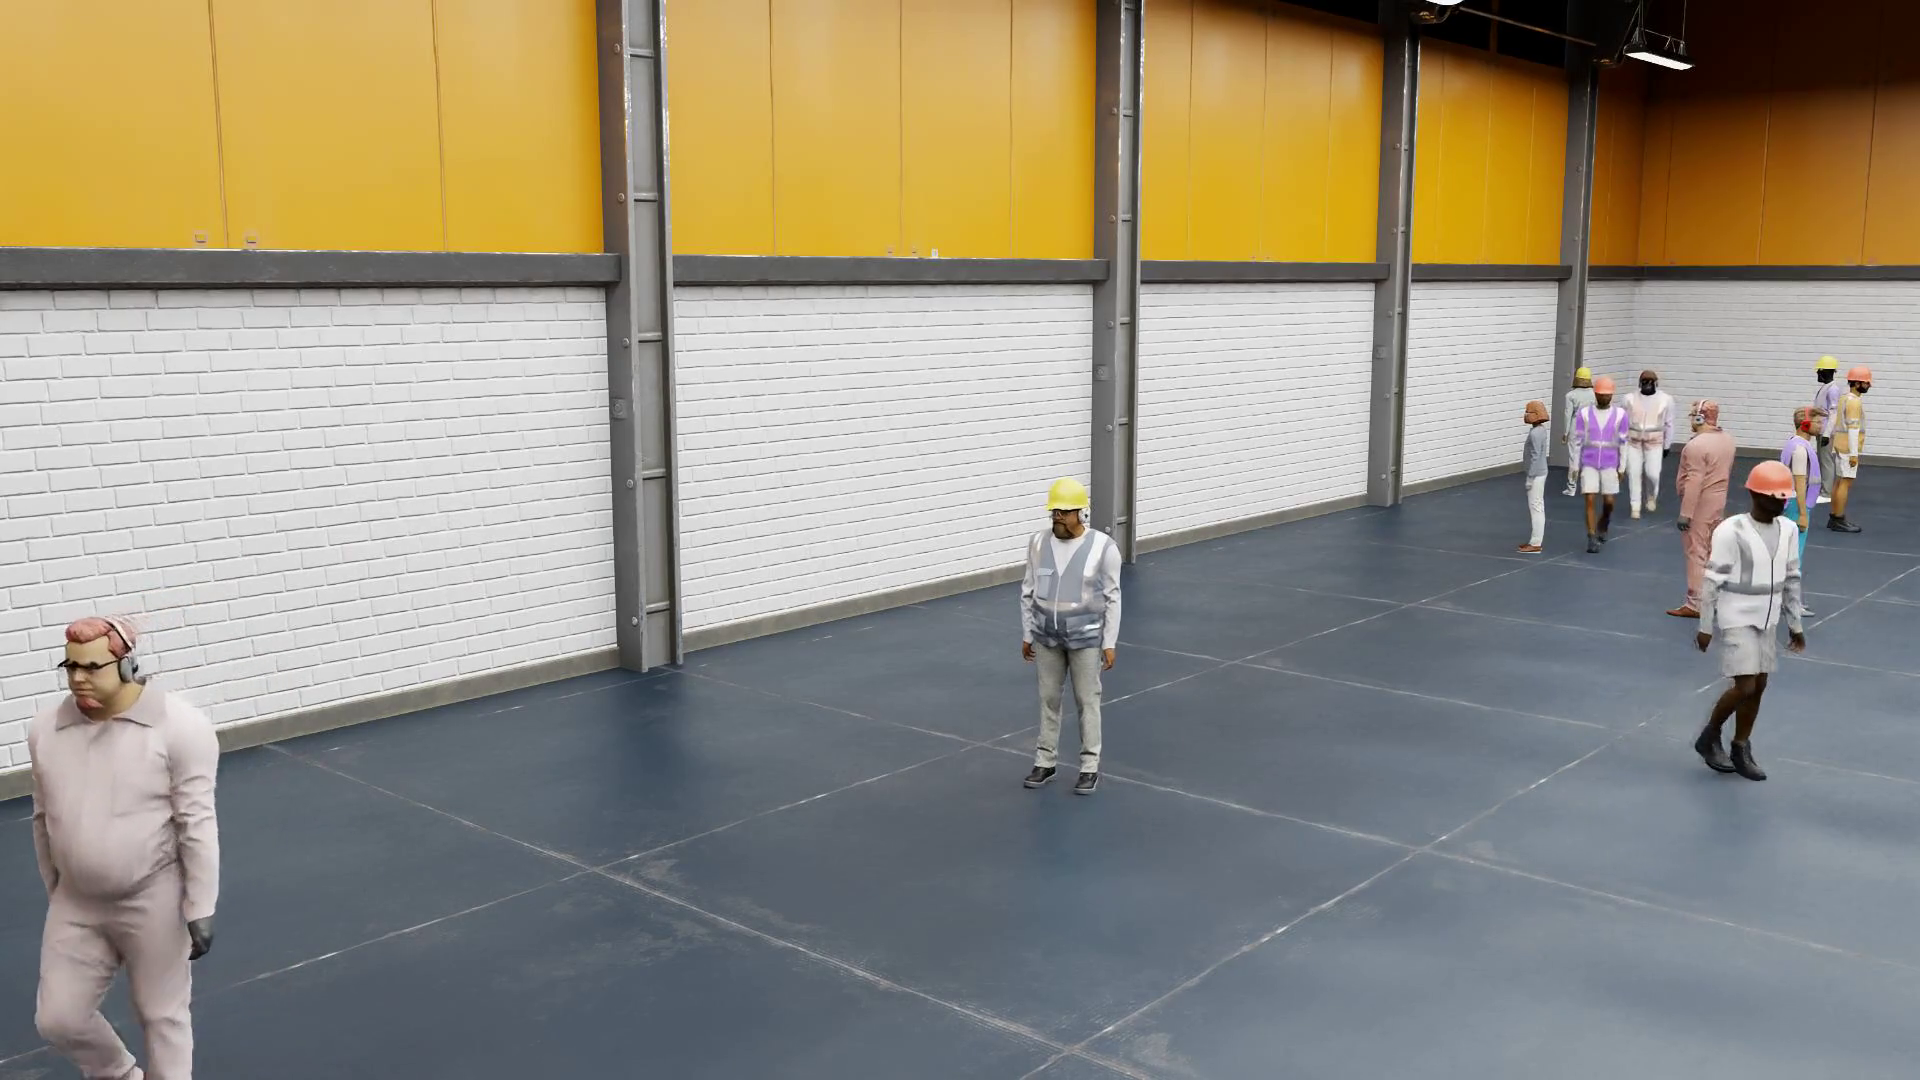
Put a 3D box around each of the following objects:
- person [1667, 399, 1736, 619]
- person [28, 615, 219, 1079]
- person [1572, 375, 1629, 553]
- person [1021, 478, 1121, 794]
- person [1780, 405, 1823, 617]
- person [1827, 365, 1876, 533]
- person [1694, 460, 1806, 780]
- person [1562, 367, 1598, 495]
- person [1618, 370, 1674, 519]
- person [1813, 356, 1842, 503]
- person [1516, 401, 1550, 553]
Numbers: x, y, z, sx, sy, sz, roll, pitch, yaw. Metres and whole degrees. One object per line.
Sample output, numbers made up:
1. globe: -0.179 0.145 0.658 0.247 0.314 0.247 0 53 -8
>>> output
1. person: 6.446 -0.273 14.500 0.651 1.904 0.403 -7 12 -39
2. person: -2.736 1.177 5.443 0.649 1.895 0.434 0 9 0
3. person: 6.900 -0.830 17.949 0.548 1.919 0.558 3 10 19
4. person: 0.621 0.548 9.568 0.597 1.831 0.403 4 10 25
5. person: 7.345 -0.262 14.607 0.389 1.848 0.567 3 10 20
6. person: 10.369 -1.059 19.329 0.375 1.935 0.551 3 9 17
7. person: 4.658 0.479 9.741 0.585 1.914 0.440 -3 10 -19
8. person: 8.398 -1.467 22.501 0.484 1.745 0.296 0 9 1
9. person: 8.393 -1.176 20.416 0.629 1.828 0.477 4 10 25
10. person: 11.302 -1.440 21.749 0.370 1.928 0.585 3 10 18
11. person: 6.162 -0.674 17.863 0.281 1.634 0.498 5 10 27
